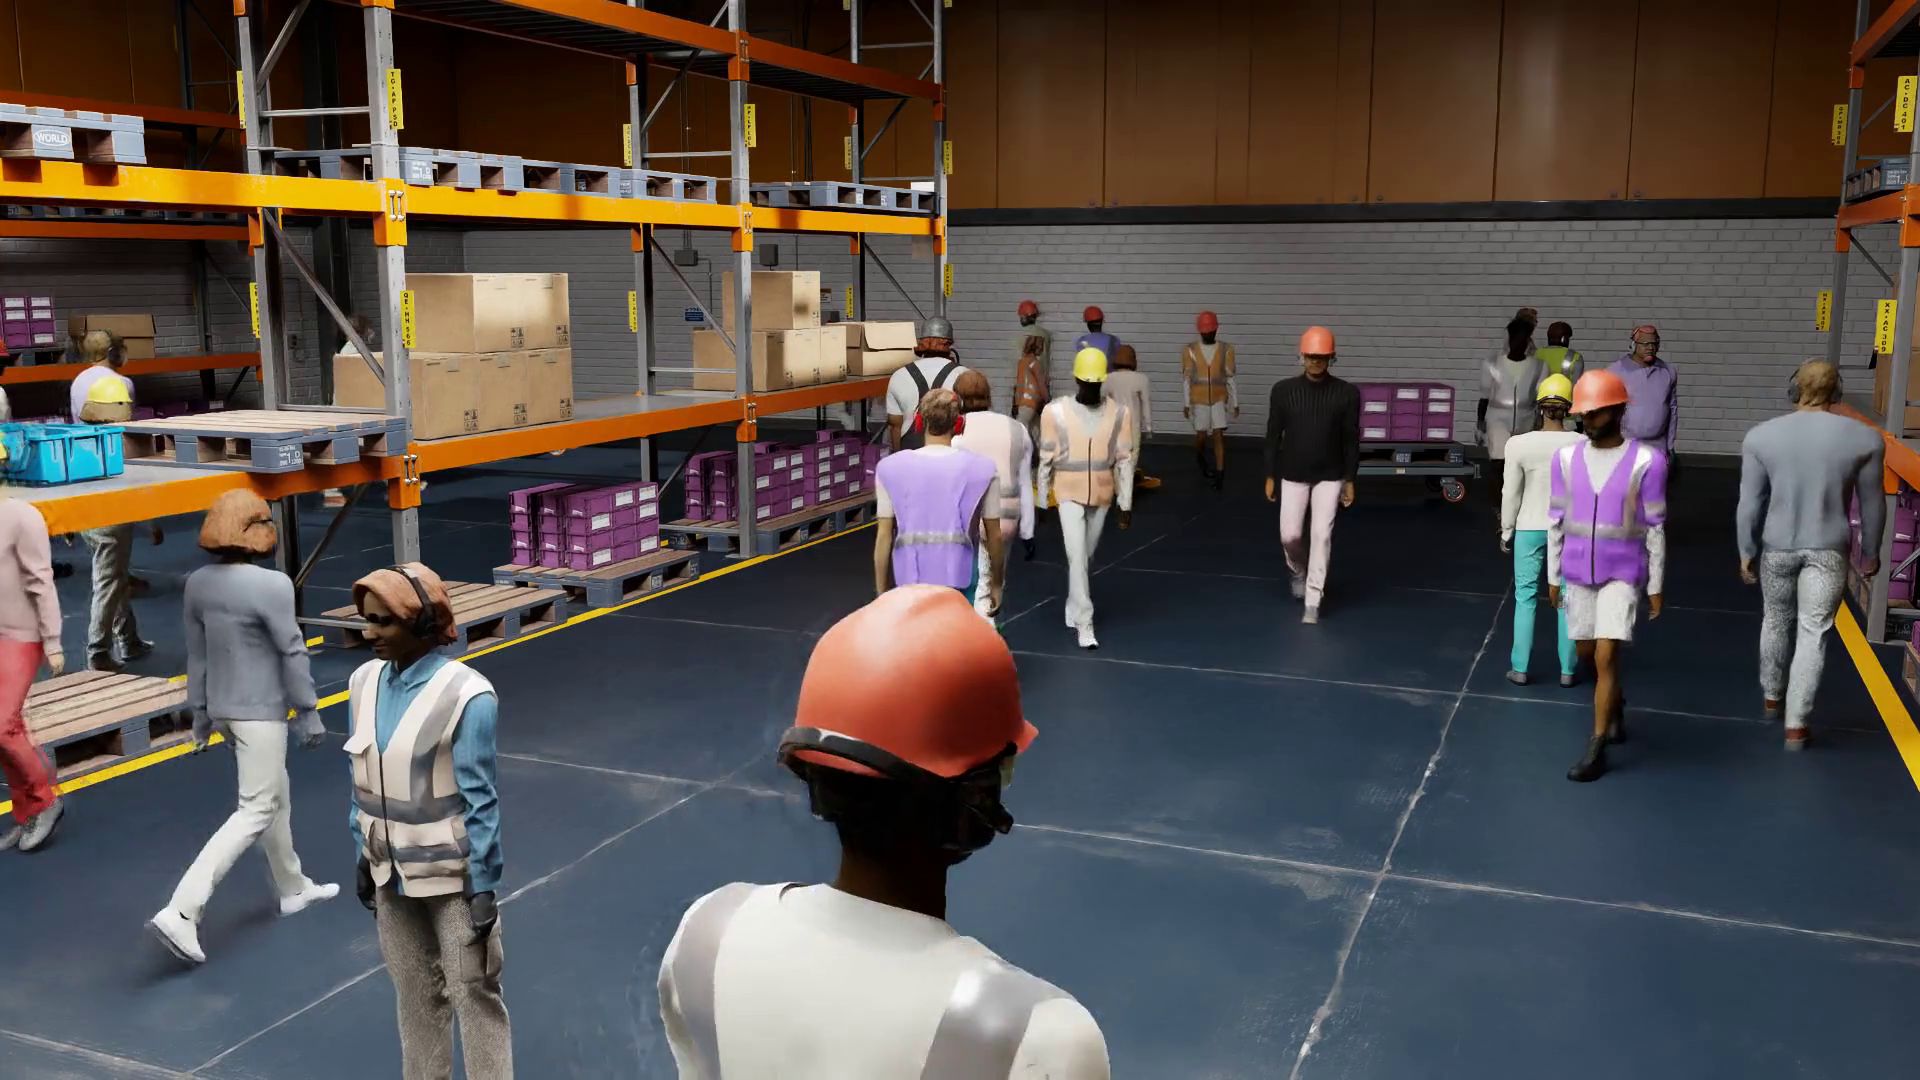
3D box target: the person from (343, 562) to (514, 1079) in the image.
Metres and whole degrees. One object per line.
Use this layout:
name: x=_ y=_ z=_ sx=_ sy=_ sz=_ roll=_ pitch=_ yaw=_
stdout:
person: x=-1.357 y=0.862 z=4.253 sx=0.519 sy=1.634 sz=0.311 roll=6 pitch=11 yaw=31

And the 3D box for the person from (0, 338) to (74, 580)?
person: x=-7.108 y=-0.560 z=12.135 sx=0.557 sy=1.885 sz=1.045 roll=5 pitch=11 yaw=30

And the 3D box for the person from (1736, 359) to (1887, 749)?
person: x=4.294 y=0.050 z=8.396 sx=0.648 sy=1.889 sz=0.931 roll=7 pitch=12 yaw=35

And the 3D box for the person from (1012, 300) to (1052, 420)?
person: x=0.920 y=-1.927 z=20.191 sx=0.615 sy=1.962 sz=0.924 roll=-7 pitch=11 yaw=-35

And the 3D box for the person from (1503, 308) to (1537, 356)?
person: x=6.249 y=-1.623 z=18.495 sx=0.410 sy=1.905 sz=0.641 roll=0 pitch=9 yaw=3

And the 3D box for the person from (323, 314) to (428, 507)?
person: x=-5.836 y=-1.275 z=16.421 sx=1.027 sy=1.883 sz=0.641 roll=-3 pitch=10 yaw=-16

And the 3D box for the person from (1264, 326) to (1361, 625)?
person: x=2.362 y=-0.450 z=11.156 sx=0.633 sy=1.978 sz=0.667 roll=2 pitch=10 yaw=14

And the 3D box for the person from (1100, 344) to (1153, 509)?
person: x=1.605 y=-1.083 z=16.223 sx=0.510 sy=1.633 sz=0.719 roll=4 pitch=10 yaw=22

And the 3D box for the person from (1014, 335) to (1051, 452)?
person: x=0.831 y=-1.505 z=18.725 sx=0.913 sy=1.582 sz=0.519 roll=-3 pitch=10 yaw=-17

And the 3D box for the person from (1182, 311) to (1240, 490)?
person: x=2.680 y=-1.507 z=17.806 sx=0.608 sy=1.902 sz=0.689 roll=1 pitch=9 yaw=6

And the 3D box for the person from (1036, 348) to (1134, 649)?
person: x=0.790 y=-0.291 z=10.569 sx=0.595 sy=1.869 sz=1.028 roll=-2 pitch=10 yaw=-10

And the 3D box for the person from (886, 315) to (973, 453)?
person: x=-0.151 y=-0.578 z=11.746 sx=0.681 sy=2.000 sz=0.538 roll=2 pitch=10 yaw=12

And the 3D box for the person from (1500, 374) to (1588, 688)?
person: x=3.306 y=-0.046 z=9.349 sx=0.523 sy=1.769 sz=0.314 roll=3 pitch=10 yaw=15

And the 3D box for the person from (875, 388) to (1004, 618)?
person: x=-0.087 y=0.202 z=7.726 sx=0.586 sy=1.800 sz=0.909 roll=1 pitch=9 yaw=3

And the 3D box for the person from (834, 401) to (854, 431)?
person: x=-1.389 y=-1.932 z=21.194 sx=0.539 sy=1.628 sz=0.515 roll=8 pitch=12 yaw=40

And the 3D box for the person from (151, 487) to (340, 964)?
person: x=-2.530 y=0.620 z=5.800 sx=0.495 sy=1.606 sz=0.779 roll=6 pitch=11 yaw=31

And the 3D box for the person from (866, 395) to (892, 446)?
person: x=-0.777 y=-1.507 z=18.384 sx=0.578 sy=1.697 sz=0.932 roll=7 pitch=11 yaw=35

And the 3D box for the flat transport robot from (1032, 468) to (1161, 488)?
flat transport robot: x=1.350 y=-0.648 z=17.521 sx=1.431 sy=0.197 sz=0.652 roll=-6 pitch=11 yaw=-31

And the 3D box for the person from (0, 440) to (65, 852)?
person: x=-3.853 y=0.406 z=6.643 sx=0.554 sy=1.750 sz=0.389 roll=4 pitch=10 yaw=24

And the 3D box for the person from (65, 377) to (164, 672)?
person: x=-4.942 y=-0.099 z=9.799 sx=0.507 sy=1.712 sz=0.747 roll=3 pitch=10 yaw=17

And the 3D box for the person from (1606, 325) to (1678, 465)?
person: x=5.465 y=-0.775 z=13.384 sx=0.634 sy=1.899 sz=0.404 roll=-1 pitch=9 yaw=-6

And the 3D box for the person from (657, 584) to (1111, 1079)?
person: x=-0.141 y=1.060 z=1.891 sx=0.609 sy=2.023 sz=0.862 roll=7 pitch=11 yaw=34

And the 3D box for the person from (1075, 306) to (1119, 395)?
person: x=1.654 y=-1.870 z=20.031 sx=0.547 sy=1.890 sz=0.906 roll=0 pitch=9 yaw=1

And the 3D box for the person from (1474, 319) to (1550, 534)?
person: x=4.950 y=-1.026 z=14.891 sx=0.609 sy=1.904 sz=1.037 roll=2 pitch=10 yaw=10

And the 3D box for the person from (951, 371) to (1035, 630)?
person: x=0.083 y=-0.053 z=9.352 sx=0.634 sy=1.778 sz=1.003 roll=-3 pitch=10 yaw=-19

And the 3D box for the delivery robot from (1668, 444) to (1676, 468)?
delivery robot: x=7.561 y=-0.995 z=18.478 sx=0.477 sy=0.478 sz=0.707 roll=-5 pitch=11 yaw=-30

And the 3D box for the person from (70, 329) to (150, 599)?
person: x=-5.951 y=-0.529 z=11.787 sx=0.626 sy=1.919 sz=0.664 roll=7 pitch=12 yaw=36

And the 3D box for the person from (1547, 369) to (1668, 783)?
person: x=3.080 y=0.131 z=7.903 sx=0.554 sy=1.901 sz=0.907 roll=8 pitch=12 yaw=40

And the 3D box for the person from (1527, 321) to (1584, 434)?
person: x=5.713 y=-1.173 z=15.973 sx=0.429 sy=1.838 sz=0.621 roll=-9 pitch=13 yaw=-44

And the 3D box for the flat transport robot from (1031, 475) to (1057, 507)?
flat transport robot: x=0.610 y=-0.522 z=16.758 sx=0.652 sy=0.197 sz=1.431 roll=-6 pitch=11 yaw=-31
